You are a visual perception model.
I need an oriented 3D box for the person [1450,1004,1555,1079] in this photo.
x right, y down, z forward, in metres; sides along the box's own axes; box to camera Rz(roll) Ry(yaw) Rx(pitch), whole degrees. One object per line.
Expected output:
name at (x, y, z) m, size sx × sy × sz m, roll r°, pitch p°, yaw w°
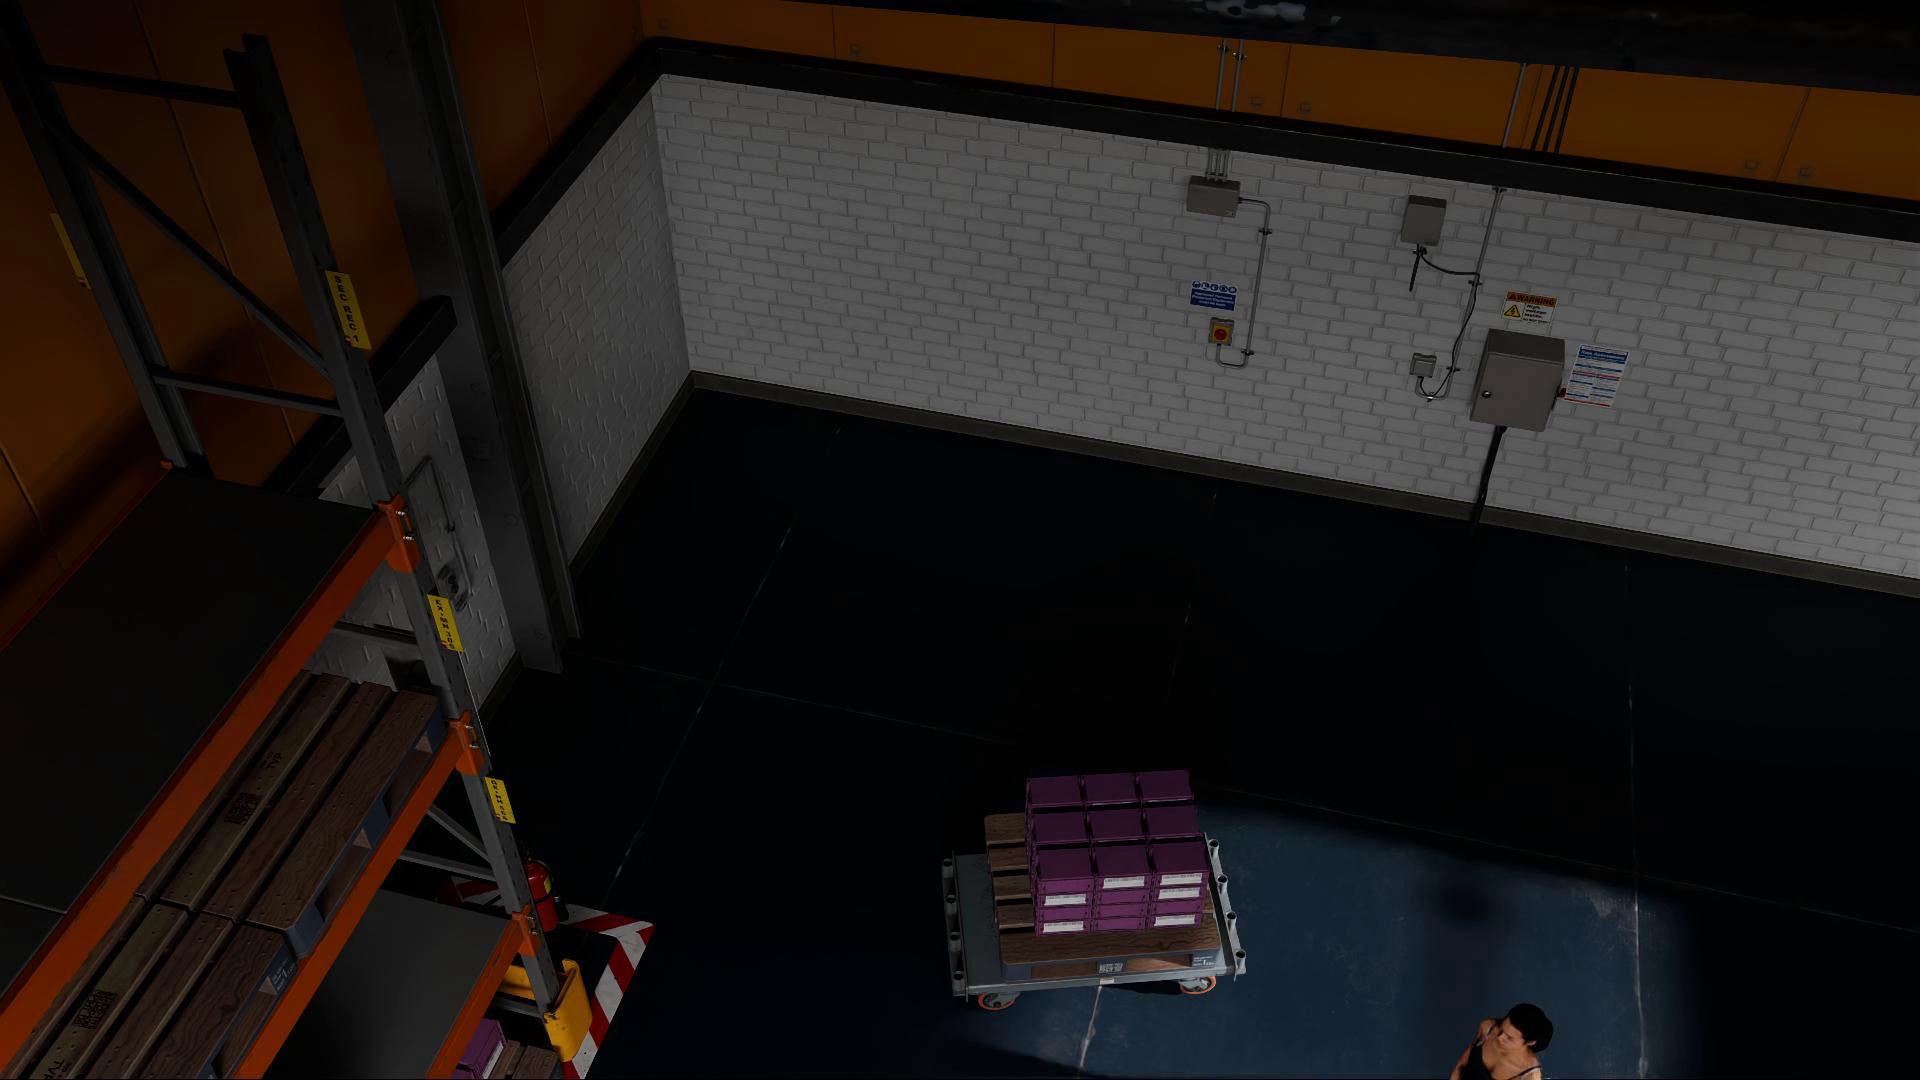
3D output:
person at (2.652, 2.755, 8.149) m, size 1.046 × 1.695 × 1.084 m, roll -15°, pitch 46°, yaw -15°
